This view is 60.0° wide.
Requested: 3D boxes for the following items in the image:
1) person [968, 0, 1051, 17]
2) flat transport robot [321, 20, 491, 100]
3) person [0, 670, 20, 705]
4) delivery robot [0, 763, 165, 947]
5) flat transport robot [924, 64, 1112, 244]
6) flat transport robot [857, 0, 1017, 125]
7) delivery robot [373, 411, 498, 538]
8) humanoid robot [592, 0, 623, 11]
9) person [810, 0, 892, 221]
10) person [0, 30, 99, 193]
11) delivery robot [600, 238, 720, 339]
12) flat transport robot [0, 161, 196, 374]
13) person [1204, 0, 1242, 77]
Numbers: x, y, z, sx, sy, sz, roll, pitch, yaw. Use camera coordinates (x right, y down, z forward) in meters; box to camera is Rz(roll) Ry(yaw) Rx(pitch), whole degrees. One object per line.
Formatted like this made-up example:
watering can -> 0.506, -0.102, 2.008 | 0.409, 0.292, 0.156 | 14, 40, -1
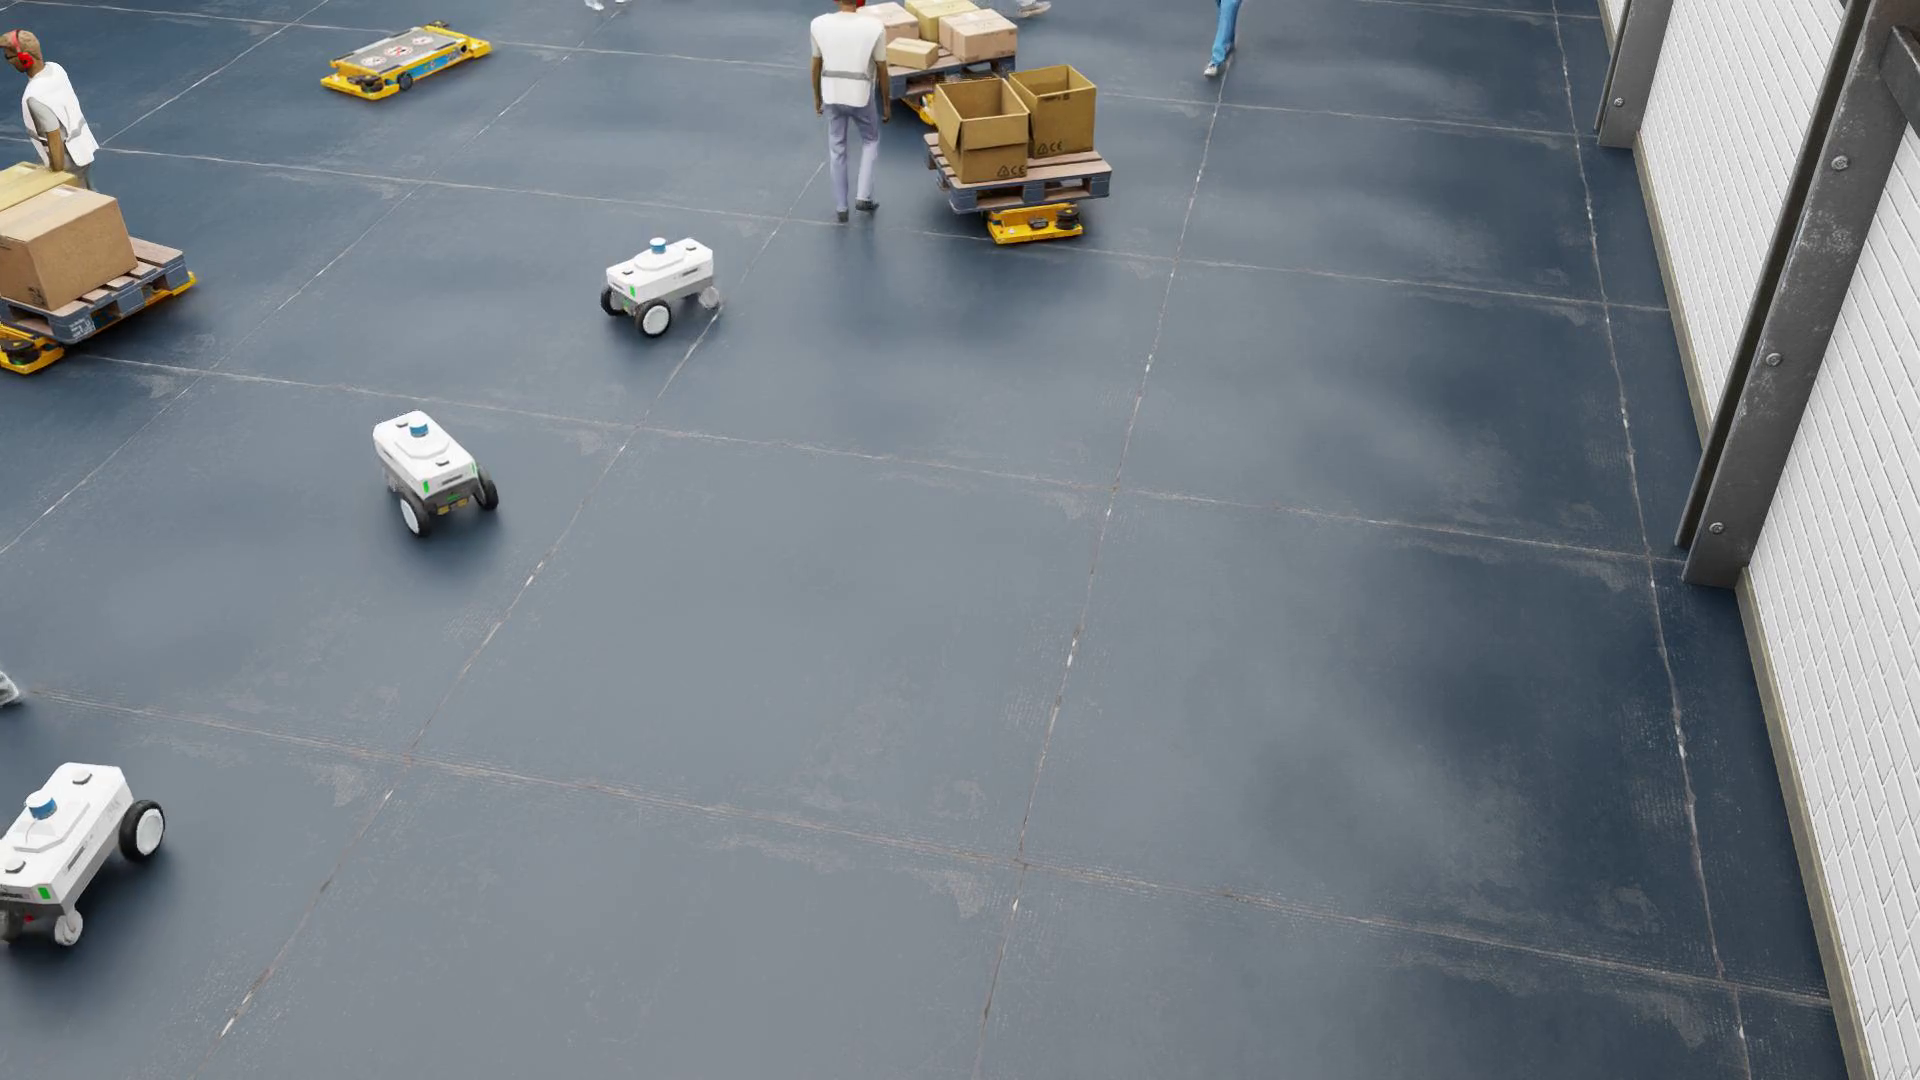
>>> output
person -> 0.441, -5.756, 15.612 | 0.976, 1.828, 0.580 | -5, 37, -6
flat transport robot -> -4.999, -4.340, 15.026 | 0.659, 0.231, 1.431 | 20, 41, 25
person -> -5.095, 0.103, 7.900 | 0.875, 1.676, 0.560 | 7, 37, 10
delivery robot -> -3.889, 1.324, 7.216 | 0.499, 0.604, 0.808 | 4, 37, 5
flat transport robot -> 0.410, -2.691, 12.819 | 0.659, 0.231, 1.431 | -9, 38, -12
flat transport robot -> -0.275, -4.025, 14.605 | 0.659, 0.231, 1.431 | -16, 40, -21
delivery robot -> -3.056, -0.433, 9.542 | 0.499, 0.575, 0.759 | -27, 44, -31
humanoid robot -> -3.438, -5.916, 15.923 | 0.542, 1.767, 0.844 | -24, 43, -28
person -> -0.804, -3.228, 12.237 | 0.599, 1.821, 0.449 | 5, 37, 7
person -> -6.089, -2.583, 11.362 | 0.391, 1.840, 0.564 | -8, 38, -11
delivery robot -> -2.037, -1.768, 11.340 | 0.789, 0.587, 0.499 | -29, 46, -33
flat transport robot -> -6.020, -1.592, 11.350 | 0.659, 0.231, 1.431 | 17, 40, 21
person -> 2.390, -5.042, 14.788 | 0.493, 1.669, 0.936 | 19, 41, 23
